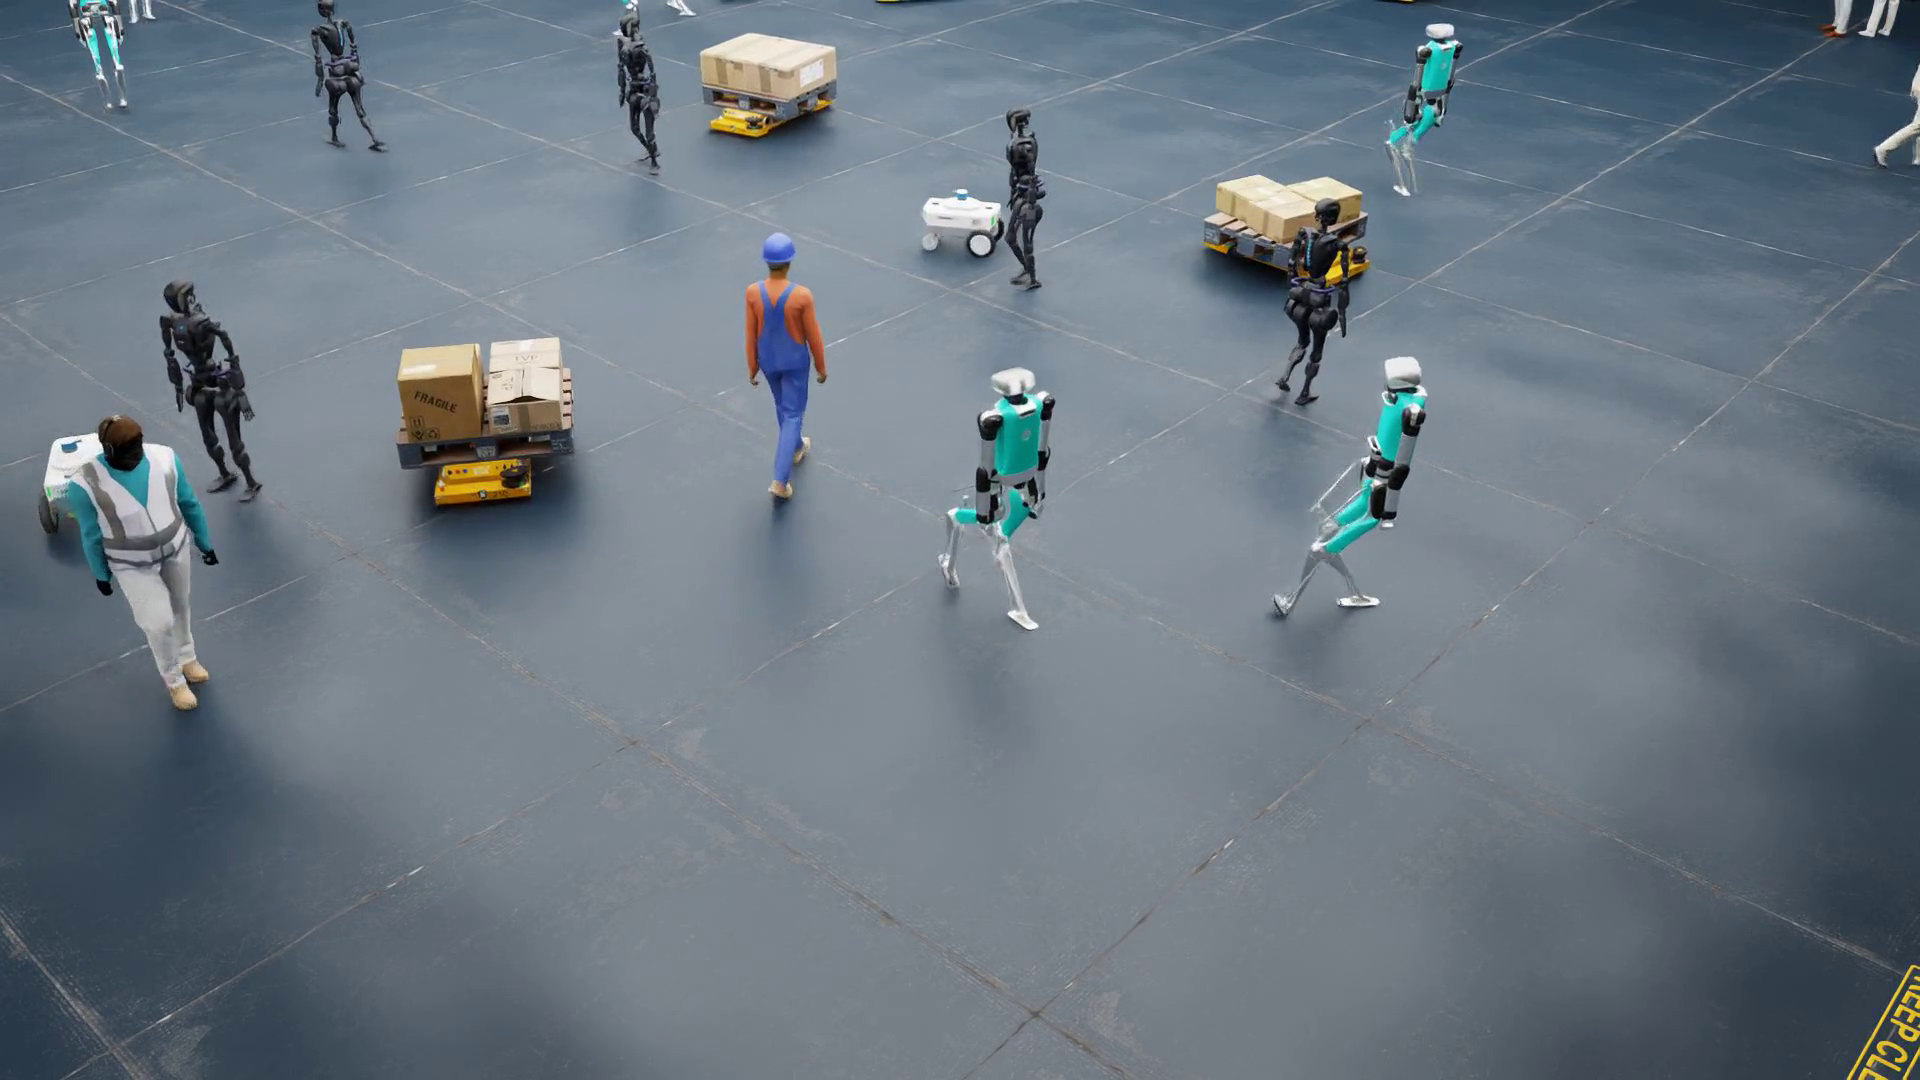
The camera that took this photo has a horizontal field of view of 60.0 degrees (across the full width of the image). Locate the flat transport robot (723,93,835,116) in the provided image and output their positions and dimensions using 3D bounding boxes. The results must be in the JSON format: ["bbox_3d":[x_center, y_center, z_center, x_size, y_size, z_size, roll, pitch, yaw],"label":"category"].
[{"bbox_3d":[-2.235,-5.291,19.675,1.431,0.231,0.659,21,38,30],"label":"flat transport robot"}]

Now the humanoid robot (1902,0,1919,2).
[{"bbox_3d":[13.577,-8.380,23.311,0.334,1.643,0.605,-13,34,-19],"label":"humanoid robot"}]

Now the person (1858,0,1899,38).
[{"bbox_3d":[12.240,-7.436,21.826,0.523,1.639,0.304,-7,32,-11],"label":"person"}]

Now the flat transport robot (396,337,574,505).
[{"bbox_3d":[-3.459,-0.716,12.308,0.659,0.231,1.431,-6,32,-10],"label":"flat transport robot"}]

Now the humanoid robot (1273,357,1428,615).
[{"bbox_3d":[2.348,-0.266,10.263,0.831,1.860,0.547,0,32,0],"label":"humanoid robot"}]

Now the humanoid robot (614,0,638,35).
[{"bbox_3d":[-4.474,-7.399,21.783,0.669,1.879,0.574,11,34,17],"label":"humanoid robot"}]

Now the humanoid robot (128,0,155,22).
[{"bbox_3d":[-11.160,-7.884,22.481,0.532,1.786,0.783,-19,37,-28],"label":"humanoid robot"}]

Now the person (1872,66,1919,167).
[{"bbox_3d":[10.101,-4.697,17.386,0.756,1.671,0.476,1,32,2],"label":"person"}]

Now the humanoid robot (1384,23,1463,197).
[{"bbox_3d":[4.573,-4.318,16.765,0.537,1.839,0.681,-16,35,-24],"label":"humanoid robot"}]

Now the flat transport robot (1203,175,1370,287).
[{"bbox_3d":[3.036,-2.721,15.535,0.659,0.231,1.431,-28,41,-37],"label":"flat transport robot"}]

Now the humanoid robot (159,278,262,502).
[{"bbox_3d":[-5.182,-1.049,11.508,0.612,1.648,0.309,8,33,12],"label":"humanoid robot"}]

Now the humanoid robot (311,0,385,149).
[{"bbox_3d":[-6.681,-5.028,17.961,0.766,1.638,0.593,19,36,27],"label":"humanoid robot"}]

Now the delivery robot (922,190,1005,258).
[{"bbox_3d":[0.042,-3.001,15.734,0.815,0.614,0.499,7,33,11],"label":"delivery robot"}]

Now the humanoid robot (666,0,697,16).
[{"bbox_3d":[-4.014,-8.100,22.830,0.891,1.778,0.582,21,38,30],"label":"humanoid robot"}]

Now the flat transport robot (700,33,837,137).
[{"bbox_3d":[-2.189,-4.963,19.147,0.659,0.231,1.431,17,36,26],"label":"flat transport robot"}]

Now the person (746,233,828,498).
[{"bbox_3d":[-1.228,-1.236,11.630,0.531,1.871,0.950,7,33,11],"label":"person"}]

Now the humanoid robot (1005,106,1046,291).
[{"bbox_3d":[0.570,-3.011,14.677,0.333,1.647,0.616,-9,33,-14],"label":"humanoid robot"}]

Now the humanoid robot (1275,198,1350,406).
[{"bbox_3d":[2.703,-1.813,12.736,0.375,1.642,0.610,-25,40,-34],"label":"humanoid robot"}]

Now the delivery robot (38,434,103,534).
[{"bbox_3d":[-6.128,-0.435,11.562,0.499,0.572,0.747,-11,33,-17],"label":"delivery robot"}]

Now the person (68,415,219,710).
[{"bbox_3d":[-4.572,0.118,9.493,0.642,1.817,0.653,24,39,33],"label":"person"}]

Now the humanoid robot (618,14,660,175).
[{"bbox_3d":[-3.283,-4.669,17.343,0.614,1.648,0.460,26,40,35],"label":"humanoid robot"}]

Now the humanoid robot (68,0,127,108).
[{"bbox_3d":[-9.847,-5.787,19.098,0.559,1.760,0.860,-16,35,-24],"label":"humanoid robot"}]

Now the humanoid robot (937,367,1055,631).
[{"bbox_3d":[0.139,-0.346,10.349,0.530,1.777,0.992,-22,38,-31],"label":"humanoid robot"}]

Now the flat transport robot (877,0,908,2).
[{"bbox_3d":[-0.561,-7.968,23.984,1.431,0.231,0.659,-8,33,-12],"label":"flat transport robot"}]

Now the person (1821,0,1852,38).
[{"bbox_3d":[11.677,-7.532,21.812,0.378,1.823,0.611,10,33,16],"label":"person"}]
